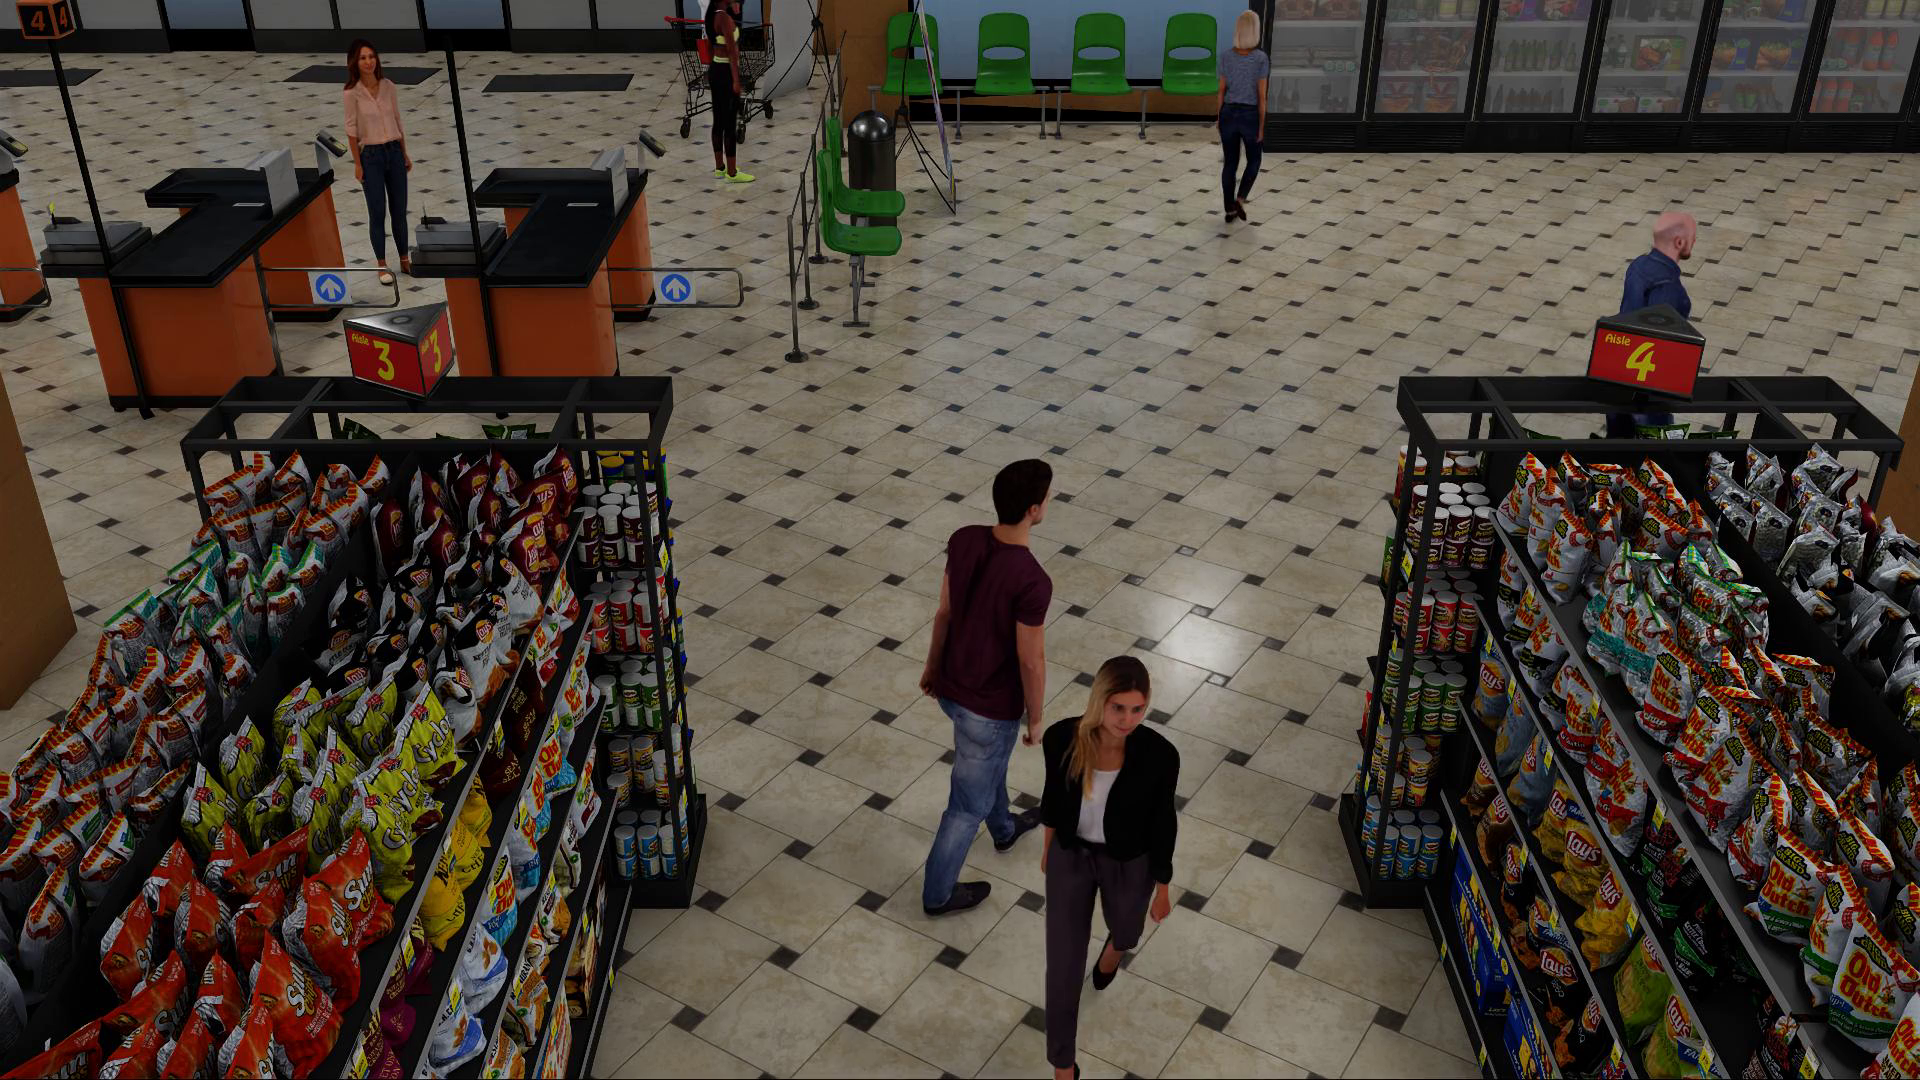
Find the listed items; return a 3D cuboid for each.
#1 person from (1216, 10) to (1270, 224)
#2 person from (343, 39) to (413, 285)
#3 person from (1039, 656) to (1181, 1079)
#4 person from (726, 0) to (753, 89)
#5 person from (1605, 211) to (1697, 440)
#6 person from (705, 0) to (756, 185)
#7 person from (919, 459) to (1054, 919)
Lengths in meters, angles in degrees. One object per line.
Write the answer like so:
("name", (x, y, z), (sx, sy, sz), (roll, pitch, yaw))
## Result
("person", (2.248, -3.378, 13.448), (0.714, 1.712, 0.806), (12, 31, 20))
("person", (-4.294, -2.808, 12.321), (0.667, 1.791, 0.723), (-25, 37, -38))
("person", (0.492, 1.046, 5.444), (0.781, 1.618, 1.127), (8, 30, 14))
("person", (-2.431, -5.816, 17.782), (0.829, 1.839, 0.594), (-5, 29, -10))
("person", (3.459, -0.804, 8.629), (0.791, 1.813, 0.625), (0, 29, 0))
("person", (-2.084, -4.039, 14.617), (0.703, 1.754, 0.603), (-17, 33, -28))
("person", (0.023, 0.582, 6.095), (1.050, 1.809, 1.037), (-20, 34, -32))
